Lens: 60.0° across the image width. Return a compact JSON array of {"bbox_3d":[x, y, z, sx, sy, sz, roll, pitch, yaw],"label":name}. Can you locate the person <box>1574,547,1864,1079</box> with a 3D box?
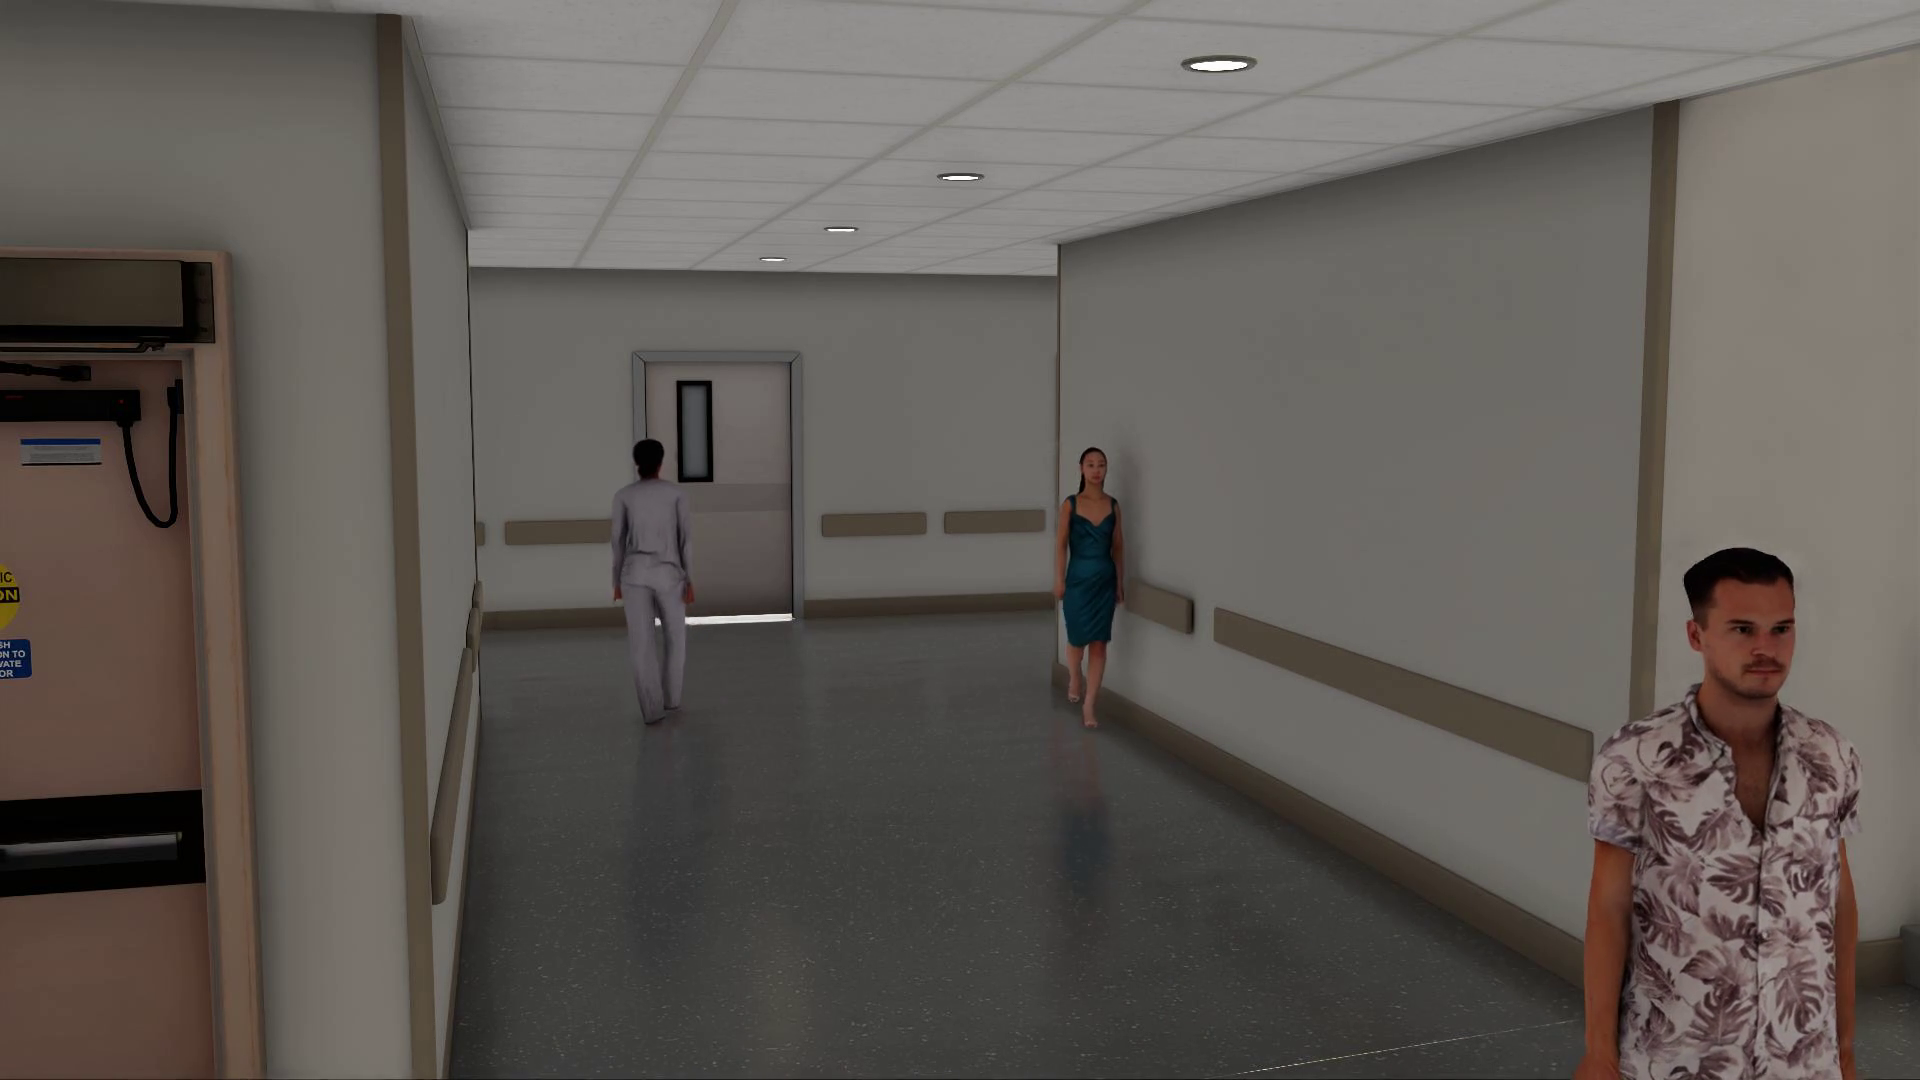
[{"bbox_3d":[1.415,0.909,3.137,0.577,1.818,0.784,0,6,-3],"label":"person"}]

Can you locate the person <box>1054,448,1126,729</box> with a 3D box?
[{"bbox_3d":[0.767,0.287,10.027,0.622,1.677,0.655,-1,6,-9],"label":"person"}]

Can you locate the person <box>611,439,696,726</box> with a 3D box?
[{"bbox_3d":[-1.861,0.258,10.085,0.641,1.724,0.741,-1,6,-9],"label":"person"}]
